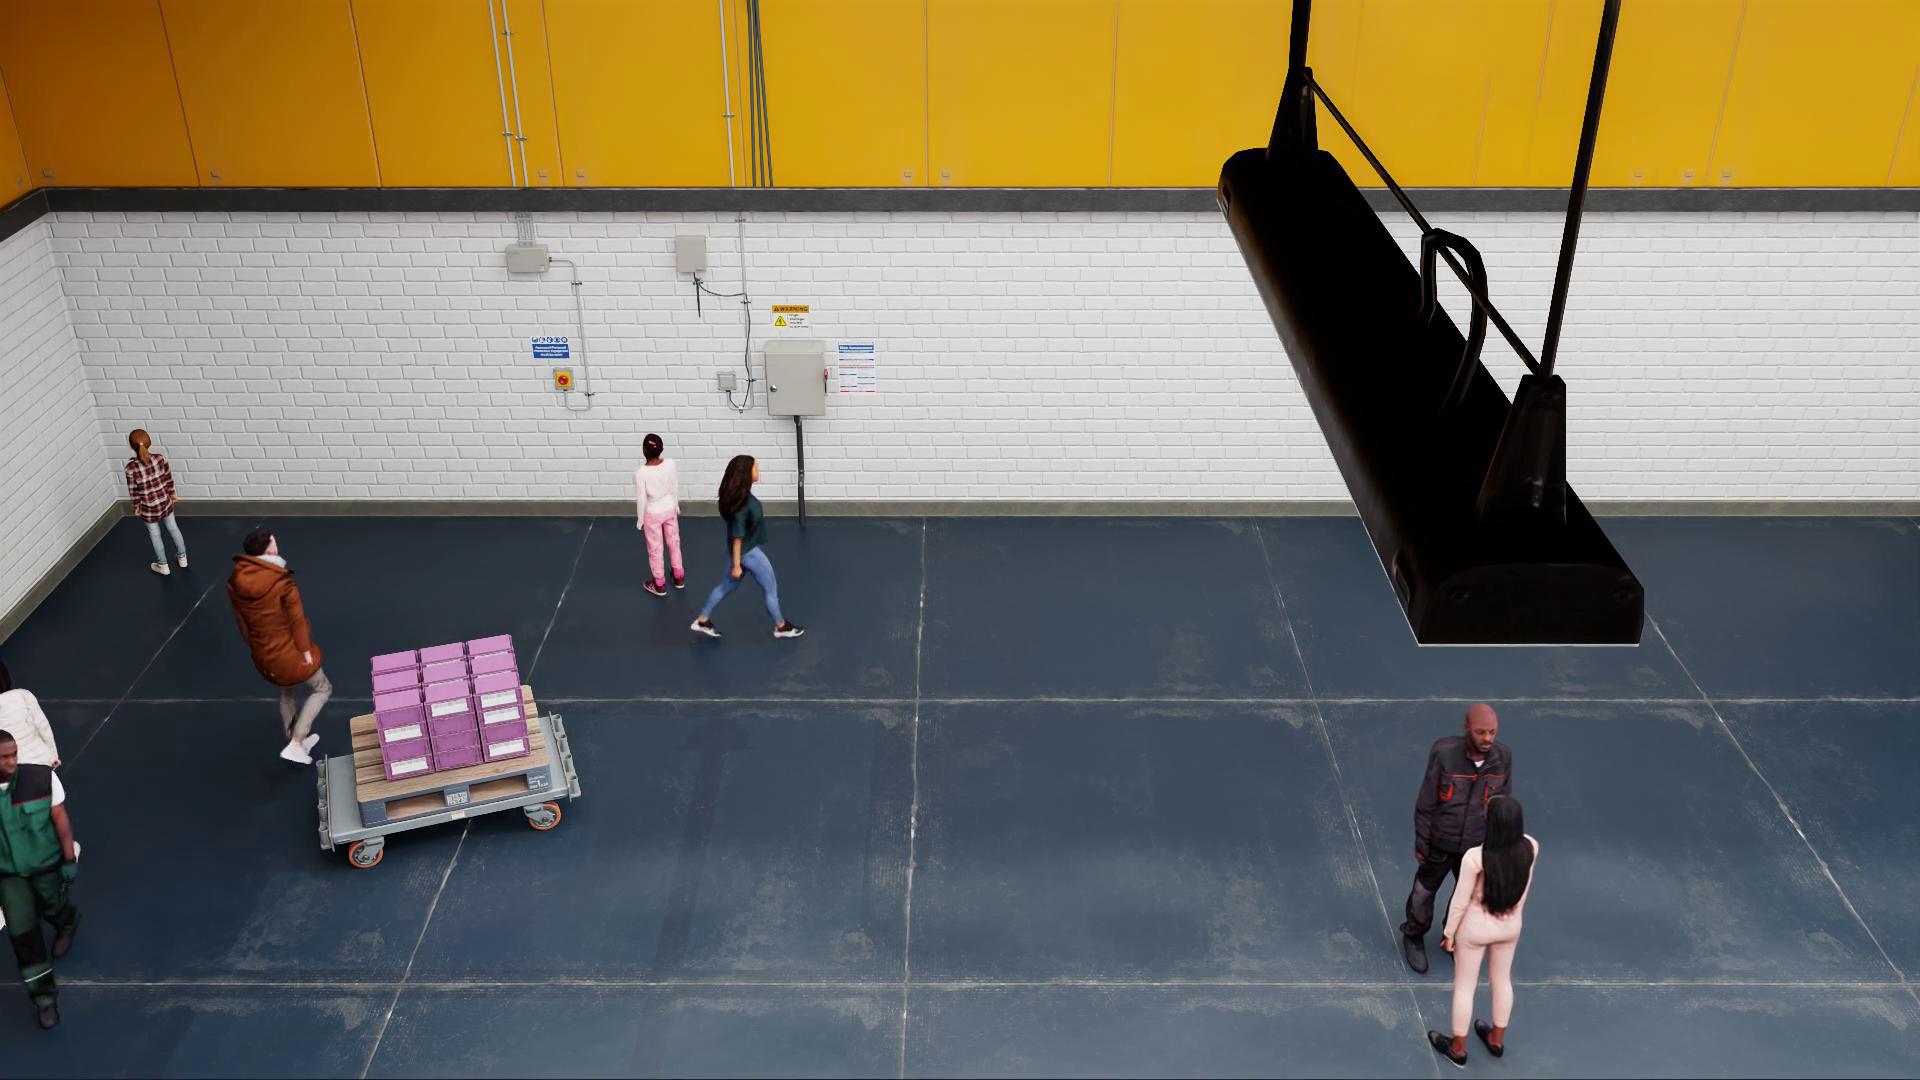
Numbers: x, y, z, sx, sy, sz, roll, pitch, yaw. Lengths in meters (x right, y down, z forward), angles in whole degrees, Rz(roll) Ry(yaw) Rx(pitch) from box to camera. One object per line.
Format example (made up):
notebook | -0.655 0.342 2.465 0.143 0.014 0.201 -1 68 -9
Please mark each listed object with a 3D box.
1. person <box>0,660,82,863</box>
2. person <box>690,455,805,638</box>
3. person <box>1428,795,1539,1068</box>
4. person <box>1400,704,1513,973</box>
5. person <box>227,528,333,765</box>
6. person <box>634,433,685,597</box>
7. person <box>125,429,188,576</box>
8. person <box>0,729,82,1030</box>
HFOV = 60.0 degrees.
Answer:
person | -5.914 1.410 10.443 0.706 1.638 0.730 -18 33 -29
person | -1.759 0.106 12.903 0.766 1.571 1.093 -5 29 -8
person | 2.882 2.124 9.055 0.687 1.714 0.638 -8 30 -15
person | 2.901 1.703 9.715 0.676 1.820 0.561 0 29 0
person | -4.672 0.802 11.365 0.802 1.822 0.843 8 30 14
person | -2.471 -0.236 13.663 0.624 1.444 0.667 -22 35 -34
person | -6.773 -0.332 13.985 0.684 1.305 0.616 23 36 35
person | -5.317 1.811 9.540 1.018 1.798 1.271 -10 30 -18
